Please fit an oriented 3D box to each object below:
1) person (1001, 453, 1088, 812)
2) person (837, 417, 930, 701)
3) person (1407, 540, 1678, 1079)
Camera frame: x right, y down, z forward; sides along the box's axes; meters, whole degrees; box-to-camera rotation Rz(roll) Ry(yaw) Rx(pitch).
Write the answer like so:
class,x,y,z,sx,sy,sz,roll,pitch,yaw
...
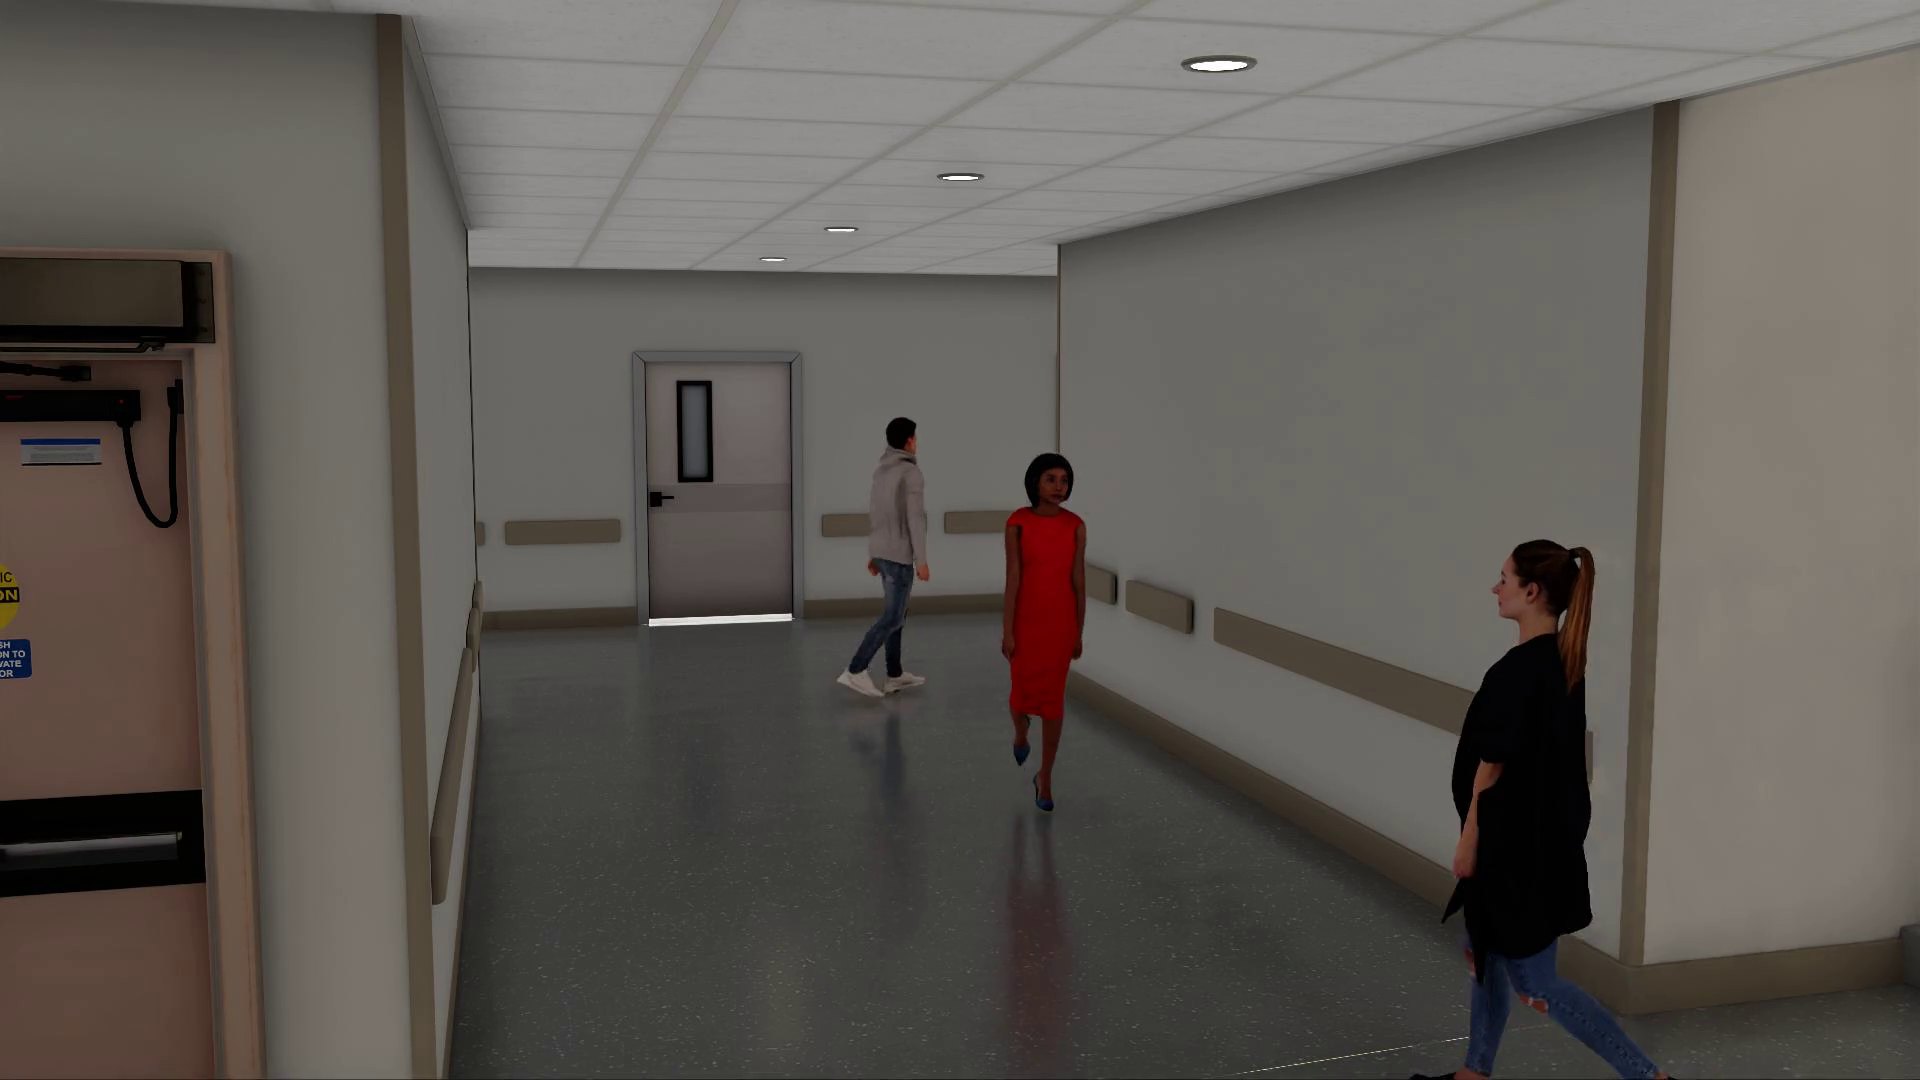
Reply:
class,x,y,z,sx,sy,sz,roll,pitch,yaw
person,0.387,0.444,8.228,0.796,1.726,0.708,-1,6,-7
person,-0.491,0.127,10.889,1.034,1.823,0.852,-3,6,-27
person,1.614,0.853,4.489,1.070,1.661,1.099,5,8,40
